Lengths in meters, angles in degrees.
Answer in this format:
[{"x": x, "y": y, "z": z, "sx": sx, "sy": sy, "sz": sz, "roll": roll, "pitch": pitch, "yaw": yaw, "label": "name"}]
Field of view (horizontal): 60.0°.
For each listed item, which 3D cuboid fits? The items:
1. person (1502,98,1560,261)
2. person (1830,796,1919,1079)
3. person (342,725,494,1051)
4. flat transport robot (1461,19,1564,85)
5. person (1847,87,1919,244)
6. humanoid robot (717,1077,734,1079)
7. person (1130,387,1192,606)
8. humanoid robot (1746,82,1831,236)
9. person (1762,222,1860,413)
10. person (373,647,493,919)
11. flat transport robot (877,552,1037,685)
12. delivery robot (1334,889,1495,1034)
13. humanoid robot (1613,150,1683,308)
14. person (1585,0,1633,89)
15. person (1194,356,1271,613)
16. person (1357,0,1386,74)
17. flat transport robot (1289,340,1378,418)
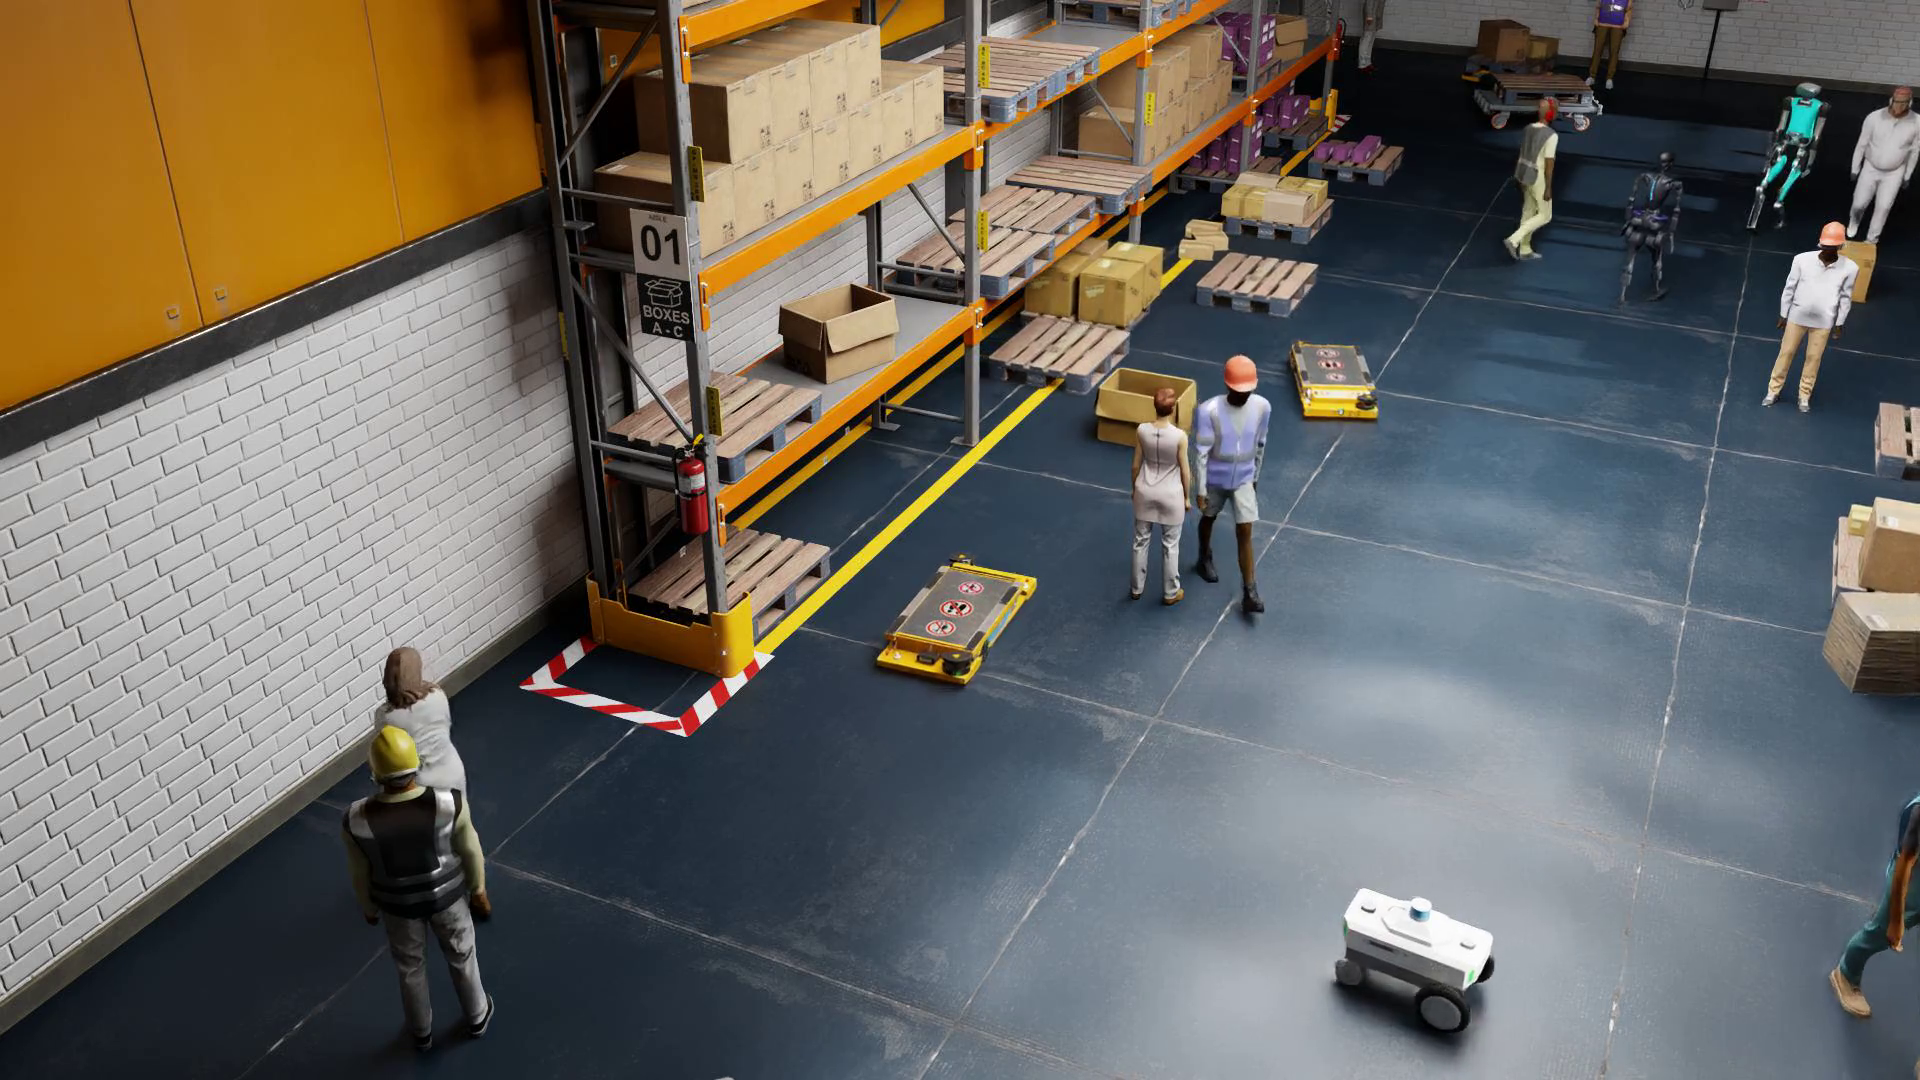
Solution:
[{"x": 6.355, "y": -3.967, "z": 18.434, "sx": 0.494, "sy": 1.830, "sz": 0.599, "roll": -7, "pitch": 29, "yaw": -13, "label": "person"}, {"x": 4.613, "y": 1.724, "z": 7.905, "sx": 0.530, "sy": 1.816, "sz": 0.969, "roll": 1, "pitch": 28, "yaw": 1, "label": "person"}, {"x": -2.579, "y": 1.672, "z": 7.981, "sx": 0.599, "sy": 1.832, "sz": 0.404, "roll": -8, "pitch": 29, "yaw": -15, "label": "person"}, {"x": 8.748, "y": -7.324, "z": 26.308, "sx": 1.431, "sy": 0.231, "sz": 0.659, "roll": 22, "pitch": 35, "yaw": 35, "label": "flat transport robot"}, {"x": 10.415, "y": -4.178, "z": 18.774, "sx": 0.647, "sy": 1.889, "sz": 0.631, "roll": 13, "pitch": 31, "yaw": 22, "label": "person"}, {"x": -1.036, "y": 2.582, "z": 6.407, "sx": 0.531, "sy": 1.766, "sz": 0.964, "roll": -18, "pitch": 33, "yaw": -30, "label": "humanoid robot"}, {"x": 1.421, "y": -0.312, "z": 11.838, "sx": 0.451, "sy": 1.661, "sz": 0.284, "roll": 12, "pitch": 31, "yaw": 21, "label": "person"}, {"x": 9.545, "y": -4.358, "z": 19.318, "sx": 1.026, "sy": 1.780, "sz": 0.530, "roll": -24, "pitch": 37, "yaw": -37, "label": "humanoid robot"}, {"x": 7.614, "y": -1.994, "z": 14.859, "sx": 0.562, "sy": 1.752, "sz": 0.333, "roll": 15, "pitch": 32, "yaw": 25, "label": "person"}, {"x": -2.913, "y": 1.290, "z": 8.903, "sx": 0.807, "sy": 1.616, "sz": 0.499, "roll": 23, "pitch": 36, "yaw": 35, "label": "person"}, {"x": -0.001, "y": 0.536, "z": 11.734, "sx": 0.659, "sy": 0.231, "sz": 1.431, "roll": 11, "pitch": 30, "yaw": 19, "label": "flat transport robot"}, {"x": 2.340, "y": 2.096, "z": 8.522, "sx": 0.757, "sy": 0.577, "sz": 0.499, "roll": 16, "pitch": 32, "yaw": 27, "label": "delivery robot"}, {"x": 7.177, "y": -3.251, "z": 17.310, "sx": 0.753, "sy": 1.626, "sz": 0.601, "roll": -24, "pitch": 37, "yaw": -37, "label": "humanoid robot"}, {"x": 10.130, "y": -8.028, "z": 25.865, "sx": 0.529, "sy": 1.931, "sz": 0.410, "roll": 16, "pitch": 32, "yaw": 27, "label": "person"}, {"x": 1.925, "y": -0.411, "z": 11.789, "sx": 0.553, "sy": 1.874, "sz": 1.023, "roll": -3, "pitch": 29, "yaw": -6, "label": "person"}, {"x": 6.679, "y": -8.479, "z": 26.809, "sx": 0.369, "sy": 1.829, "sz": 0.501, "roll": 19, "pitch": 34, "yaw": 31, "label": "person"}, {"x": 3.470, "y": -1.506, "z": 15.521, "sx": 0.659, "sy": 0.231, "sz": 1.431, "roll": 2, "pitch": 28, "yaw": 4, "label": "flat transport robot"}]
